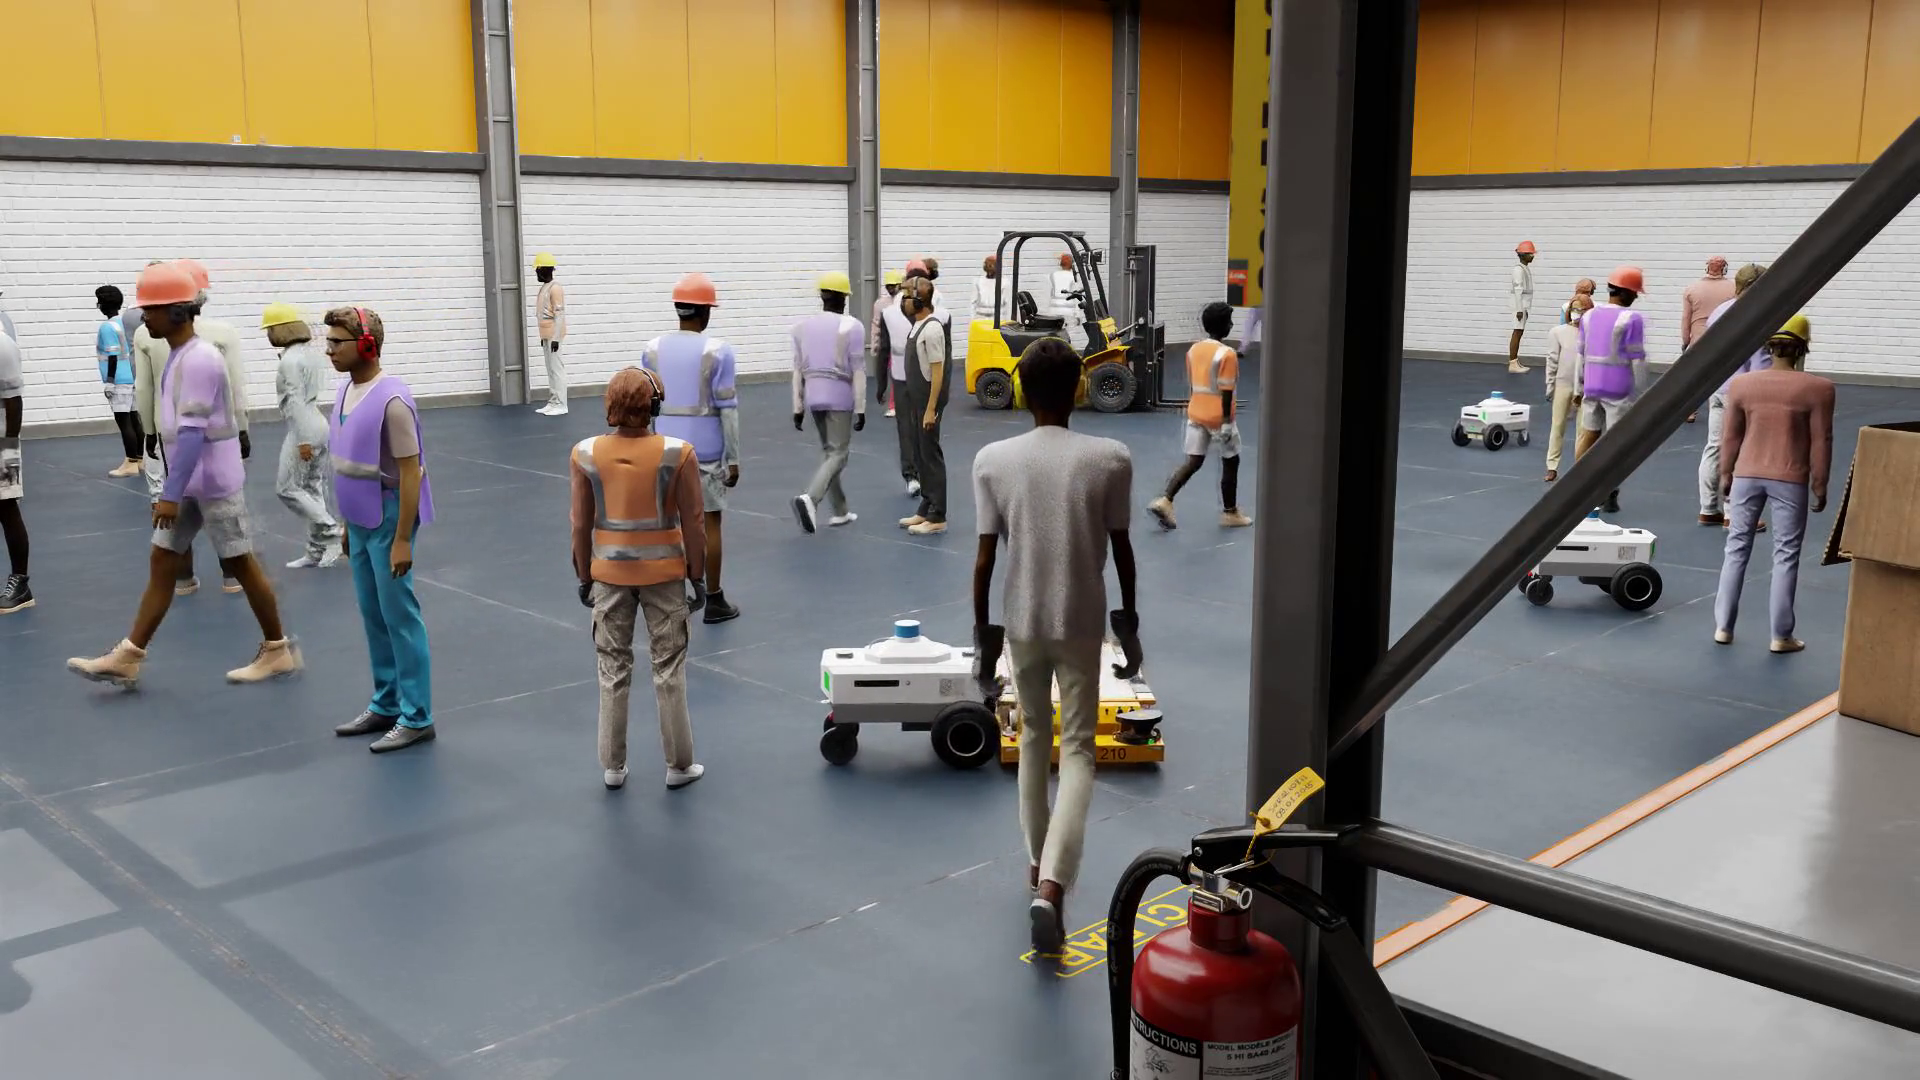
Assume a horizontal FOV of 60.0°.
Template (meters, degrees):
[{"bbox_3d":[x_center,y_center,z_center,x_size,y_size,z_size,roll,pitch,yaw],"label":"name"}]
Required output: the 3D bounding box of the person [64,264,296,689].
[{"bbox_3d":[-3.649,-0.257,7.696,1.045,1.989,0.615,-8,13,-37],"label":"person"}]

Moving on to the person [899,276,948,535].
[{"bbox_3d":[-0.255,-0.957,11.904,0.327,1.840,0.517,-2,11,-13],"label":"person"}]

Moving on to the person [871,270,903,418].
[{"bbox_3d":[-0.763,-2.350,19.828,0.540,1.729,0.892,4,11,20],"label":"person"}]

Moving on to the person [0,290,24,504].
[{"bbox_3d":[-7.668,-1.186,13.181,0.404,1.832,0.598,-4,11,-19],"label":"person"}]

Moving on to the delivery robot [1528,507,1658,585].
[{"bbox_3d":[3.649,0.050,9.672,0.707,0.478,0.477,1,11,8],"label":"delivery robot"}]

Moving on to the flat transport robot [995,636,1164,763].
[{"bbox_3d":[0.469,0.672,7.308,0.652,0.197,1.431,0,10,-2],"label":"flat transport robot"}]

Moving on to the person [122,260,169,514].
[{"bbox_3d":[-6.066,-1.160,12.751,0.372,1.940,0.632,3,11,18],"label":"person"}]

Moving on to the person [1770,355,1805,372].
[{"bbox_3d":[6.803,-1.222,13.896,0.514,1.642,0.310,-2,11,-12],"label":"person"}]

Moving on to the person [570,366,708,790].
[{"bbox_3d":[-1.225,0.157,6.384,0.523,1.640,0.306,0,10,2],"label":"person"}]

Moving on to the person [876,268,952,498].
[{"bbox_3d":[-0.370,-1.289,13.659,0.609,1.860,0.943,-2,11,-10],"label":"person"}]

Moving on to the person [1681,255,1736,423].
[{"bbox_3d":[8.525,-2.266,18.869,0.647,1.908,0.409,6,12,29],"label":"person"}]

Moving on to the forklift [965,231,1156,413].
[{"bbox_3d":[1.222,-2.721,20.561,2.313,2.155,1.214,2,11,13],"label":"forklift"}]

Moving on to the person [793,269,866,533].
[{"bbox_3d":[-0.977,-0.991,11.963,0.605,1.889,0.866,5,12,27],"label":"person"}]

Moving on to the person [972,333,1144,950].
[{"bbox_3d":[0.283,0.296,5.102,0.521,1.841,0.855,3,11,14],"label":"person"}]

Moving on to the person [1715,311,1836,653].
[{"bbox_3d":[4.212,-0.305,8.604,0.539,1.754,0.378,10,14,44],"label":"person"}]

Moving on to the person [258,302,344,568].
[{"bbox_3d":[-4.202,-0.654,10.614,0.437,1.718,0.500,-1,10,-5],"label":"person"}]

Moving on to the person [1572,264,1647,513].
[{"bbox_3d":[5.026,-1.169,12.879,0.403,1.910,0.591,-5,12,-26],"label":"person"}]

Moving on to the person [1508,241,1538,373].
[{"bbox_3d":[8.748,-3.619,25.869,0.371,2.044,0.608,5,11,24],"label":"person"}]

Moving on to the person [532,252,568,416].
[{"bbox_3d":[-4.874,-2.443,19.775,0.369,1.928,0.586,-6,12,-28],"label":"person"}]

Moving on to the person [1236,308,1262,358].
[{"bbox_3d":[5.228,-4.072,28.910,1.015,1.858,0.690,-4,11,-19],"label":"person"}]

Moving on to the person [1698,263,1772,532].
[{"bbox_3d":[5.618,-1.028,12.041,0.376,1.934,0.629,-2,11,-11],"label":"person"}]

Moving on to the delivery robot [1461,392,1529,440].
[{"bbox_3d":[5.394,-1.251,16.752,0.707,0.478,0.477,-6,12,-31],"label":"delivery robot"}]

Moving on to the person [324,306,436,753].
[{"bbox_3d":[-2.405,-0.048,6.936,0.377,1.844,0.567,-9,14,-41],"label":"person"}]

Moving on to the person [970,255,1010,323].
[{"bbox_3d":[0.442,-3.161,23.927,0.576,1.852,0.878,2,11,12],"label":"person"}]

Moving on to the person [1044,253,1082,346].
[{"bbox_3d":[1.548,-3.526,25.960,0.698,1.851,0.518,4,11,21],"label":"person"}]

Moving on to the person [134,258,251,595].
[{"bbox_3d":[-4.548,-0.668,9.913,0.623,1.992,0.397,-1,10,-7],"label":"person"}]

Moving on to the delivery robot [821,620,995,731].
[{"bbox_3d":[-0.217,0.572,6.823,0.707,0.478,0.477,0,10,-2],"label":"delivery robot"}]

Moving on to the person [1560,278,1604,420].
[{"bbox_3d":[7.160,-2.186,19.163,0.522,1.638,0.306,7,12,33],"label":"person"}]

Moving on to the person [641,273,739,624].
[{"bbox_3d":[-1.465,-0.497,9.169,0.556,1.929,0.388,3,11,15],"label":"person"}]

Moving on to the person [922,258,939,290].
[{"bbox_3d":[-0.474,-2.846,22.283,0.440,1.825,0.630,0,10,2],"label":"person"}]

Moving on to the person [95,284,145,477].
[{"bbox_3d":[-7.452,-1.407,14.746,0.317,1.698,0.540,-1,10,-7],"label":"person"}]

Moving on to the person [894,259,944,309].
[{"bbox_3d":[-0.432,-2.029,17.668,0.619,1.892,0.721,-5,11,-25],"label":"person"}]

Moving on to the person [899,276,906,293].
[{"bbox_3d":[-0.618,-2.580,21.356,0.512,1.615,0.530,9,14,40],"label":"person"}]

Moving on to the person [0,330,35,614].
[{"bbox_3d":[-5.548,-0.559,9.409,0.601,1.960,0.373,5,11,24],"label":"person"}]

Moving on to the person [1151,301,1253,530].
[{"bbox_3d":[1.772,-0.888,11.998,0.779,1.667,0.534,-6,12,-30],"label":"person"}]

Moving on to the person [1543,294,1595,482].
[{"bbox_3d":[5.321,-1.305,14.374,0.501,1.631,0.287,4,11,20],"label":"person"}]
